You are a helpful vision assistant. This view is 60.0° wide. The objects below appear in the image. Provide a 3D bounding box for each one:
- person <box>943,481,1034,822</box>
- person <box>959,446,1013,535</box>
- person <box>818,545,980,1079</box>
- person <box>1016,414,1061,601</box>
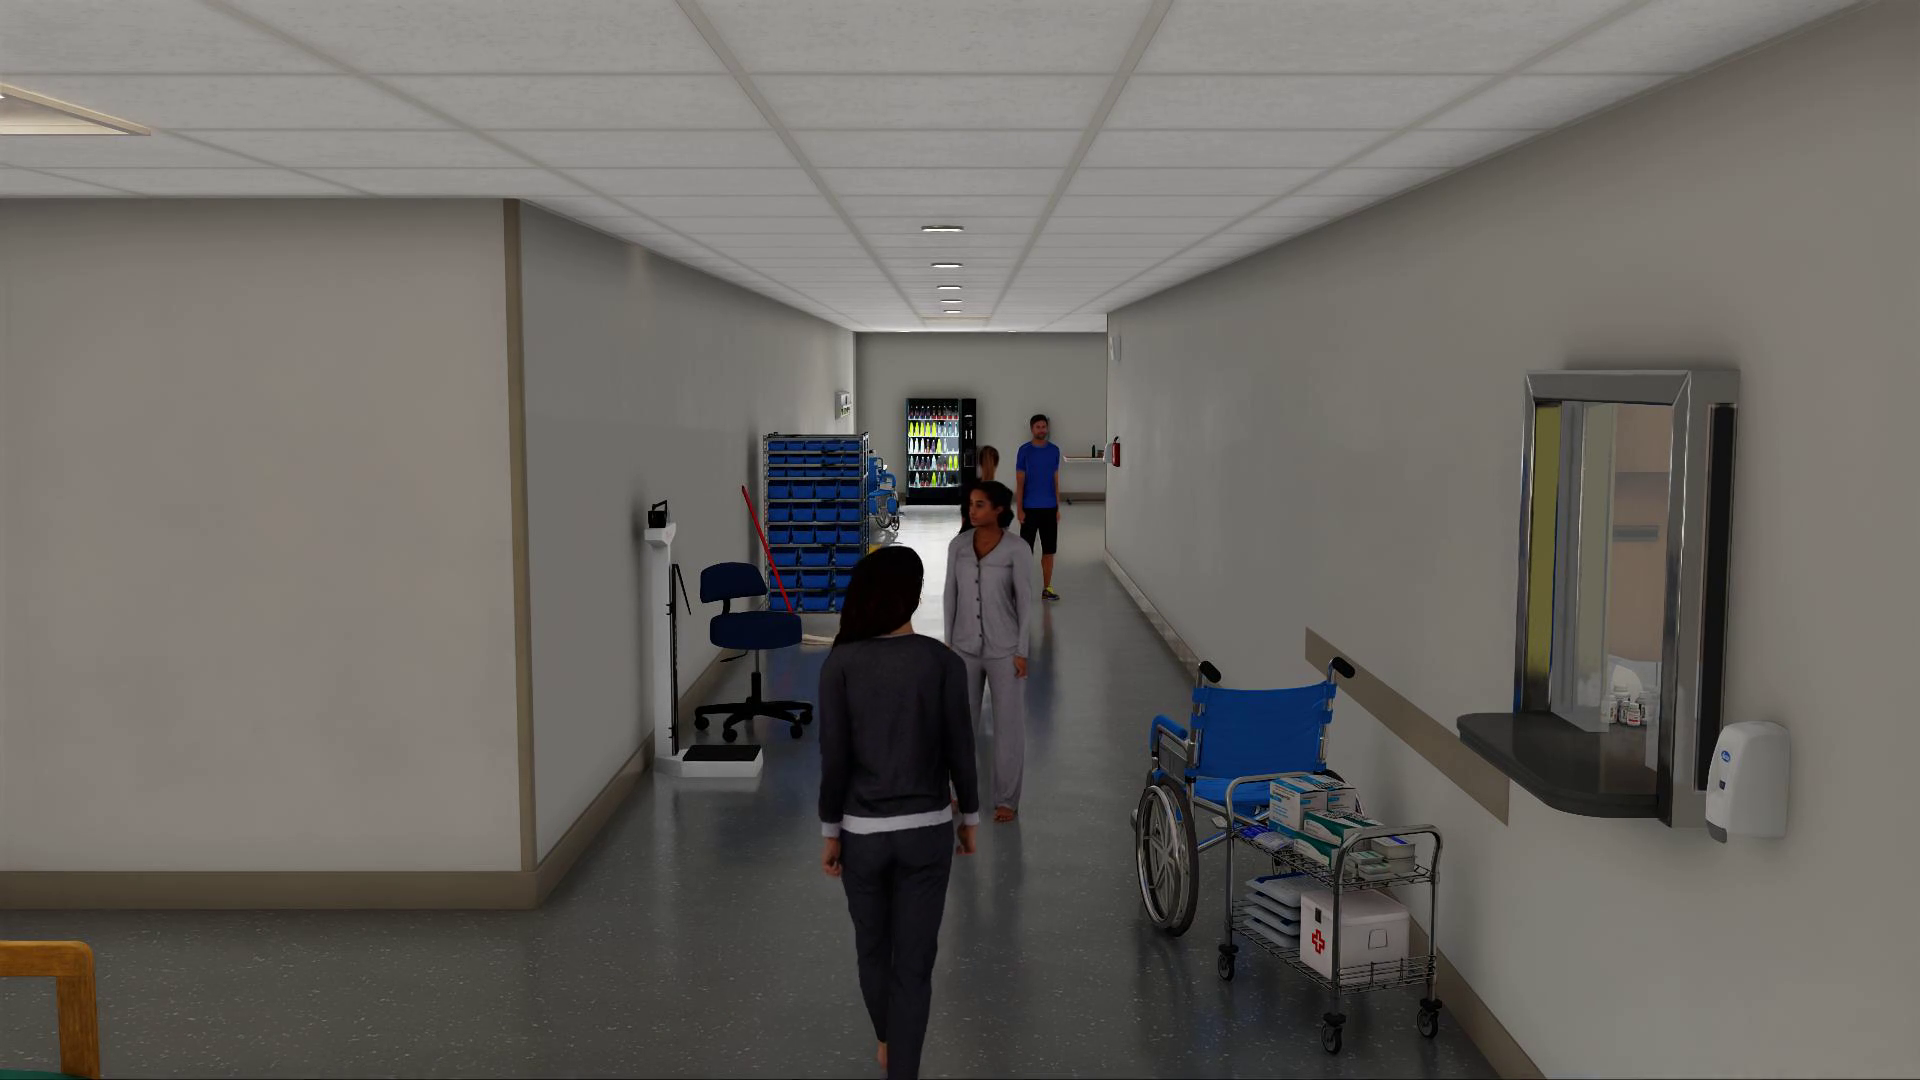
[{"bbox_3d":[0.142,0.551,8.581,0.598,1.736,0.755,2,6,20],"label":"person"},{"bbox_3d":[0.186,0.085,13.587,0.999,1.661,0.713,0,6,3],"label":"person"},{"bbox_3d":[-0.193,0.919,4.978,1.067,1.724,0.716,0,6,2],"label":"person"},{"bbox_3d":[0.784,-0.327,16.646,0.590,1.869,0.735,-2,6,-17],"label":"person"}]
